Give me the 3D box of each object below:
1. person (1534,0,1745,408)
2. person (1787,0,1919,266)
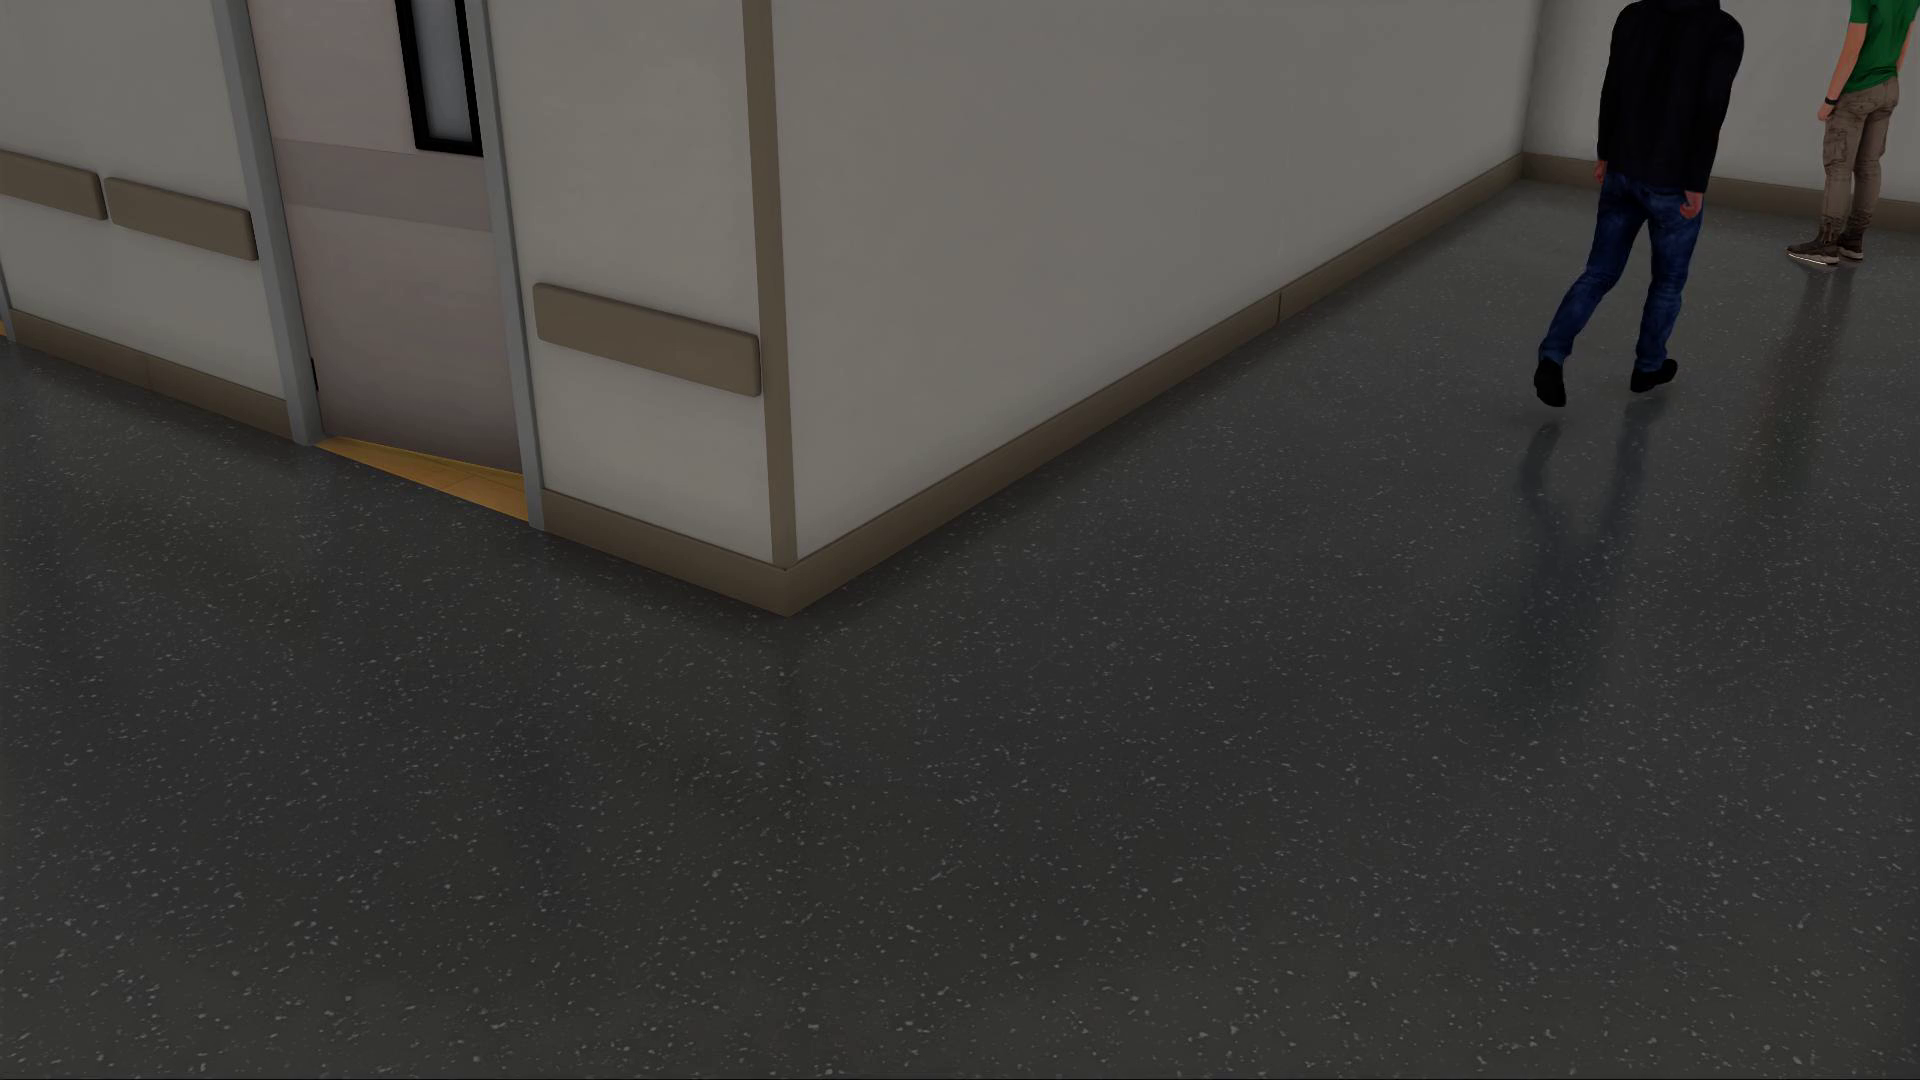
[{"bbox_3d":[2.599,-1.380,6.388,1.250,1.860,0.897,-21,32,-36],"label":"person"},{"bbox_3d":[4.577,-2.237,8.402,0.639,1.653,0.734,-9,27,-19],"label":"person"}]
